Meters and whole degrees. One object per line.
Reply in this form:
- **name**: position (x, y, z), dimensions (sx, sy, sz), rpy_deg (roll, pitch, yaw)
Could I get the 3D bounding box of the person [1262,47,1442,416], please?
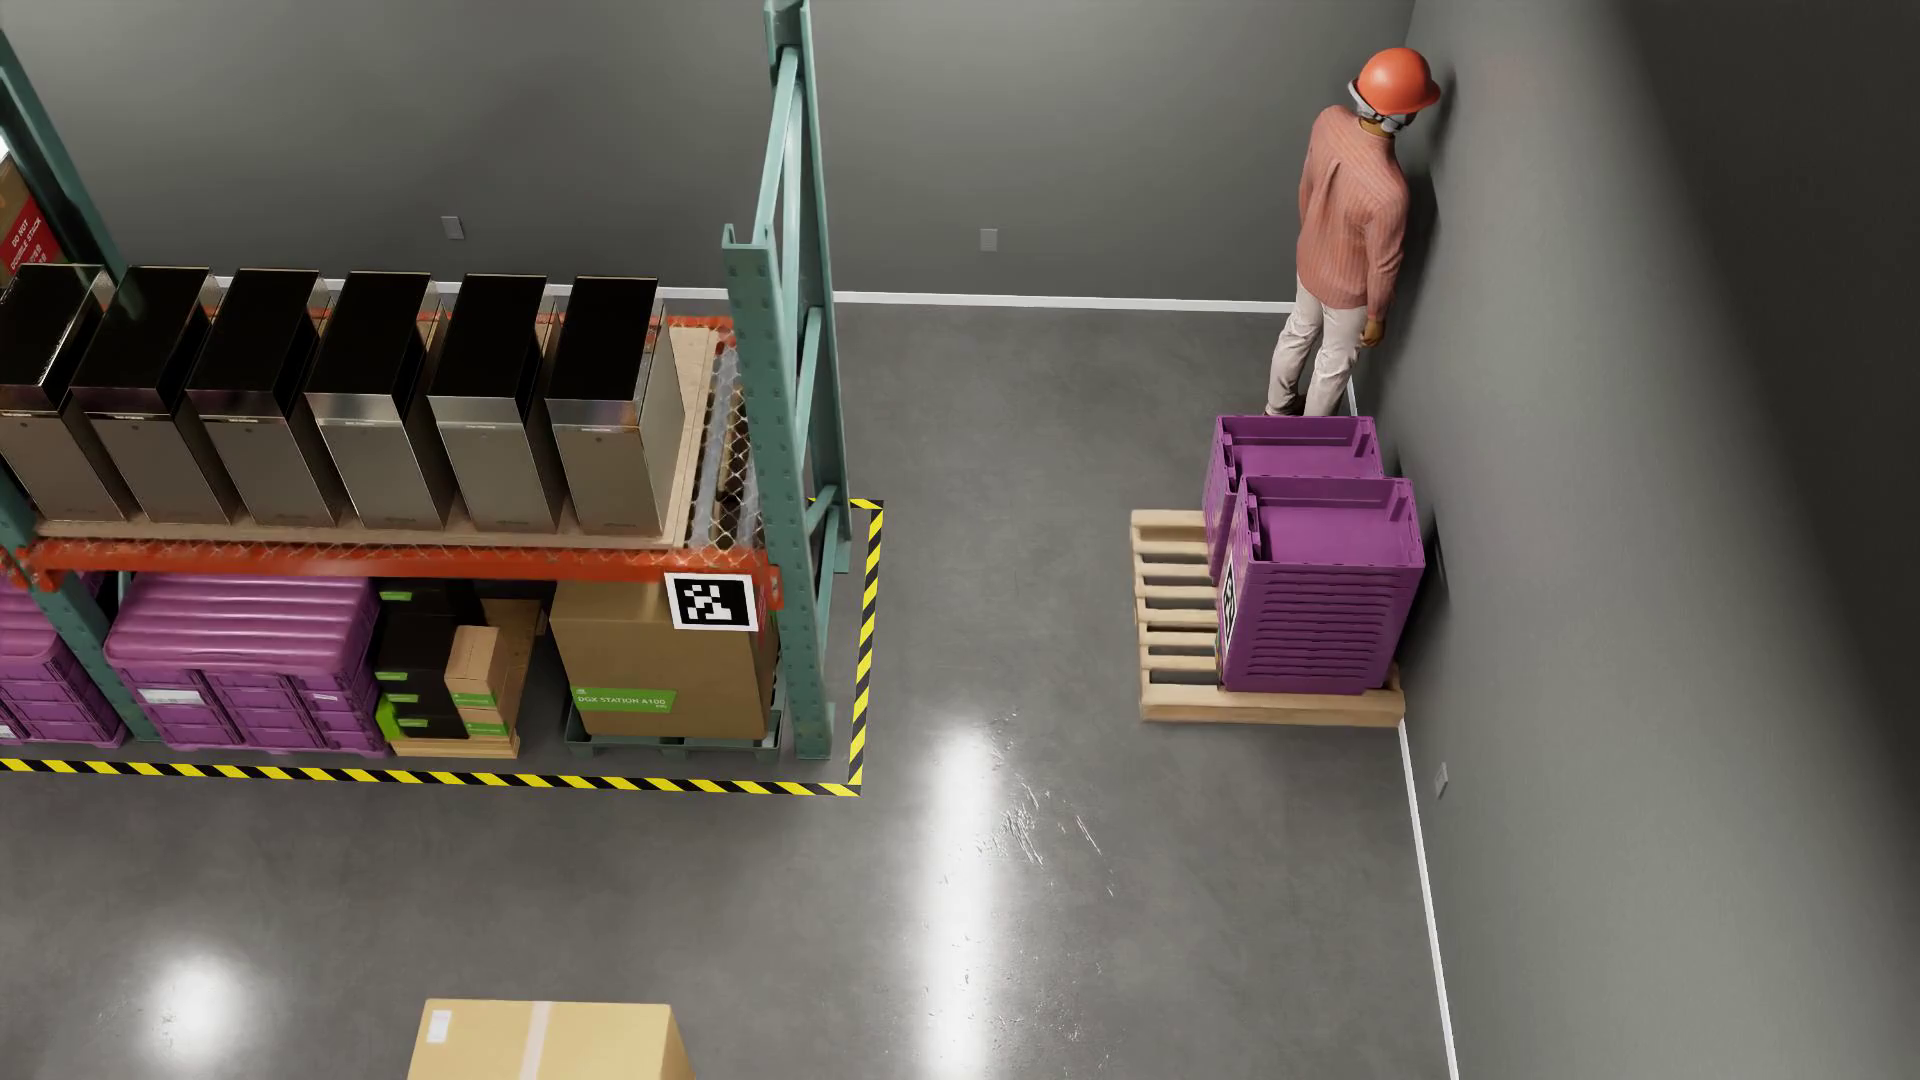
- **person**: position (1.504, -1.053, 6.486), dimensions (0.382, 1.995, 0.612), rpy_deg (-18, 54, -13)
